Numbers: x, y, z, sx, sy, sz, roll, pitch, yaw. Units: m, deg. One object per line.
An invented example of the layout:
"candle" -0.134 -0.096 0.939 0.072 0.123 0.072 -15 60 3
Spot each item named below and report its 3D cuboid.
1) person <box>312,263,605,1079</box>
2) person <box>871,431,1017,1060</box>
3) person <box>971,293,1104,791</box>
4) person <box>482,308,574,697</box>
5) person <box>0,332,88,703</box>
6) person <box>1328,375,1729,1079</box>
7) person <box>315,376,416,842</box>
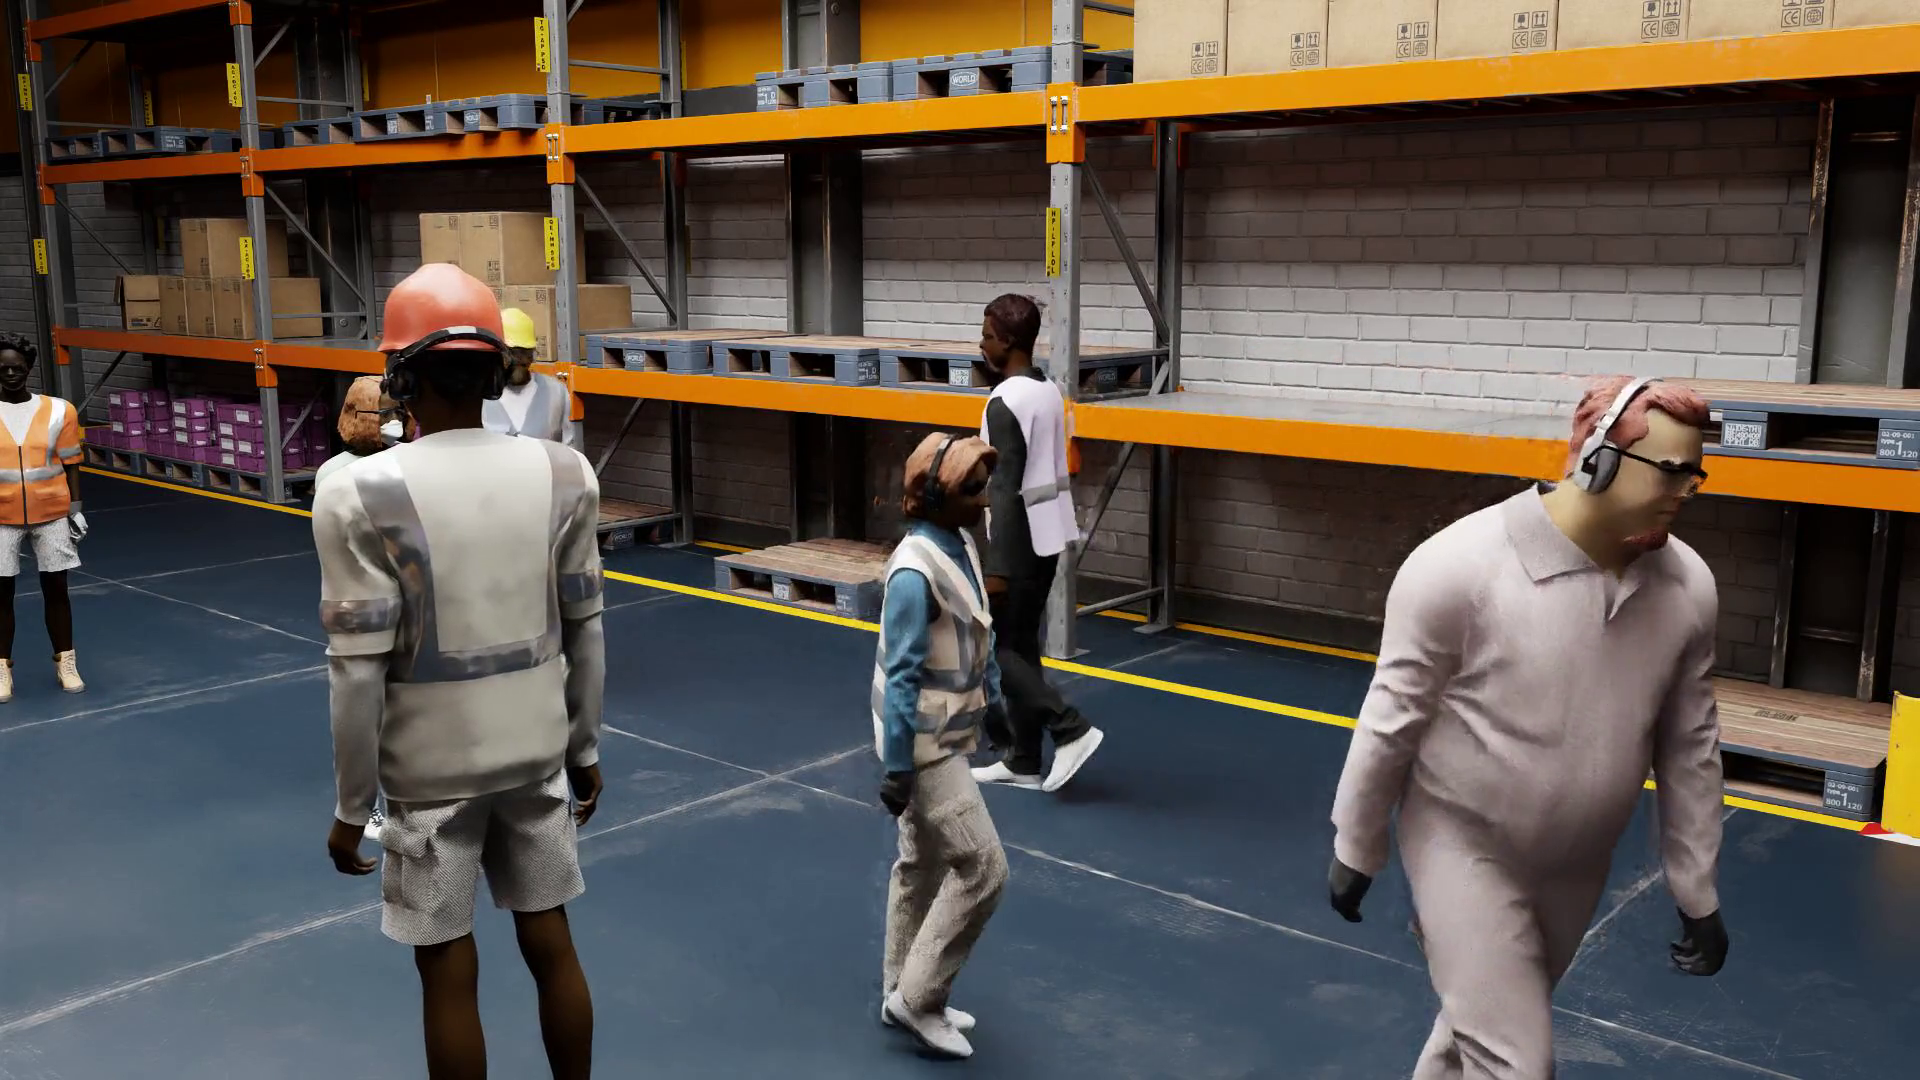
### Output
"person" -1.037 0.453 3.491 0.612 2.041 0.394 -9 13 -42
"person" -0.045 0.530 4.264 0.412 1.624 0.531 1 10 6
"person" 0.257 0.037 6.254 0.482 1.904 0.610 3 11 18
"person" -2.005 -0.140 7.560 0.590 1.794 0.852 -4 11 -23
"person" -4.314 -0.107 7.666 0.531 1.697 0.320 -7 12 -33
"person" 1.083 0.616 3.124 0.661 1.846 0.815 -4 11 -21
"person" -2.042 0.233 5.915 0.284 1.633 0.500 5 11 24
